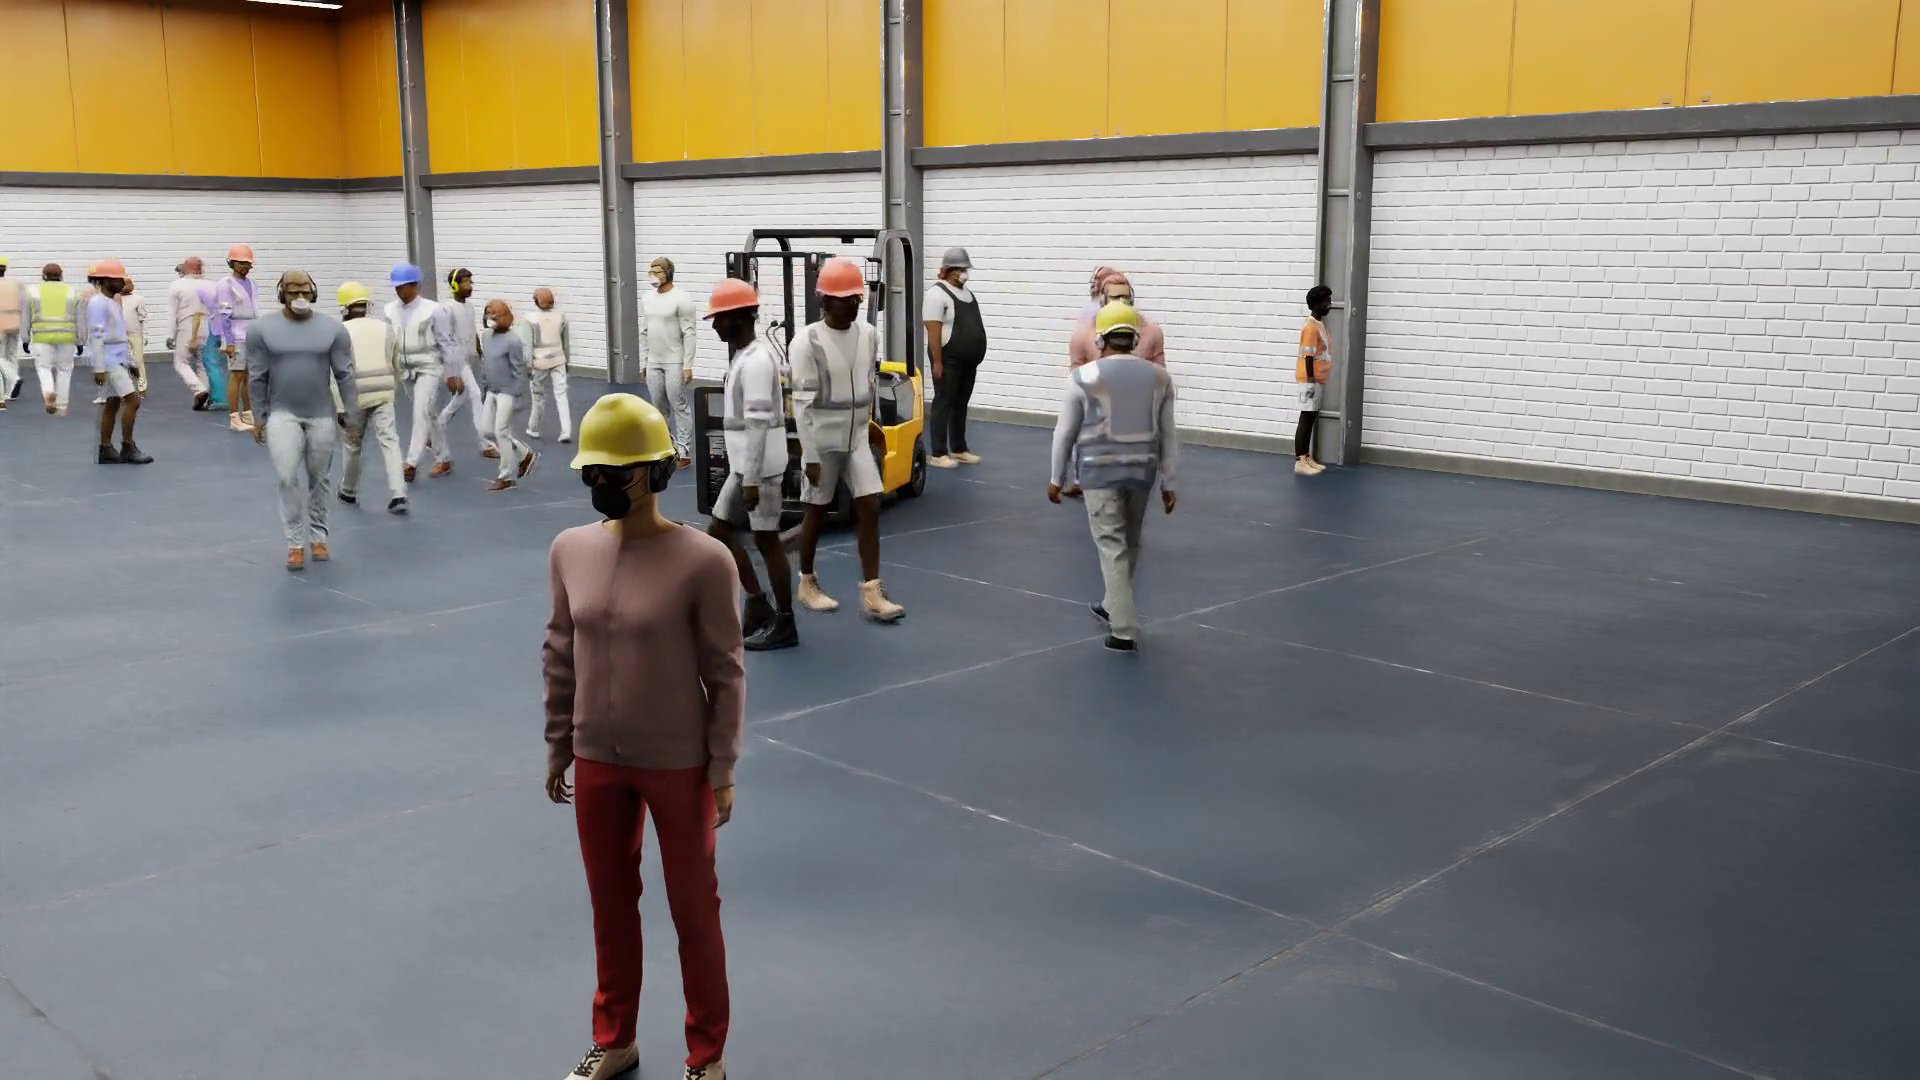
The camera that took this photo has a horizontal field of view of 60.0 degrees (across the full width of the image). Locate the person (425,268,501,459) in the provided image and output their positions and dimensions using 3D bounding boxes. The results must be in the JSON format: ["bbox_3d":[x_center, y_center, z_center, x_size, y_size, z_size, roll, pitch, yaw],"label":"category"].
[{"bbox_3d":[-4.794,-1.690,15.949,0.940,1.833,0.535,1,10,6],"label":"person"}]

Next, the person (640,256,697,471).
[{"bbox_3d":[-2.664,-1.601,15.152,0.628,1.940,0.377,7,13,35],"label":"person"}]

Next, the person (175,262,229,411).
[{"bbox_3d":[-9.187,-2.446,20.106,0.571,1.804,0.656,-3,11,-17],"label":"person"}]

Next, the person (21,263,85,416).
[{"bbox_3d":[-10.591,-2.328,19.471,0.673,1.814,0.618,-6,12,-29],"label":"person"}]

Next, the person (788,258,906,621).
[{"bbox_3d":[-0.641,-0.534,9.150,0.621,2.000,0.912,-8,13,-38],"label":"person"}]

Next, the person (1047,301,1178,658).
[{"bbox_3d":[0.765,-0.335,8.646,0.607,1.786,0.869,-4,11,-23],"label":"person"}]

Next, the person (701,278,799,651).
[{"bbox_3d":[-1.072,-0.374,8.530,0.525,1.909,0.680,-3,11,-15],"label":"person"}]

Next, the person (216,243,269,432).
[{"bbox_3d":[-7.792,-2.199,18.137,0.394,2.038,0.611,2,11,11],"label":"person"}]

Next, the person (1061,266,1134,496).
[{"bbox_3d":[1.095,-1.266,13.469,0.669,1.883,0.664,-9,14,-40],"label":"person"}]

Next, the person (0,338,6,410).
[{"bbox_3d":[-11.894,-2.485,20.165,0.309,1.868,0.535,5,11,24],"label":"person"}]

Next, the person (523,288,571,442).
[{"bbox_3d":[-4.270,-1.812,17.249,0.537,1.588,0.883,-7,13,-35],"label":"person"}]

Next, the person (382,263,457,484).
[{"bbox_3d":[-4.727,-1.432,14.356,0.604,1.884,1.022,4,11,20],"label":"person"}]

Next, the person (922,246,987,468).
[{"bbox_3d":[-0.015,-1.696,15.391,0.536,2.000,0.686,6,12,31],"label":"person"}]

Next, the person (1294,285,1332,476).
[{"bbox_3d":[3.157,-1.423,14.862,0.318,1.691,0.534,4,11,19],"label":"person"}]

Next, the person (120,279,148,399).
[{"bbox_3d":[-10.877,-2.657,21.744,0.502,1.631,0.285,-2,11,-9],"label":"person"}]

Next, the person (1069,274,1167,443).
[{"bbox_3d":[1.049,-0.841,11.173,0.656,1.883,0.799,-2,11,-9],"label":"person"}]

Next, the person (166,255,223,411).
[{"bbox_3d":[-9.206,-2.469,20.005,0.617,1.889,0.678,9,14,41],"label":"person"}]

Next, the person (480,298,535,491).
[{"bbox_3d":[-3.787,-1.223,13.947,0.525,1.612,0.457,9,14,41],"label":"person"}]

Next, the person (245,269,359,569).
[{"bbox_3d":[-4.200,-0.770,10.687,0.660,1.908,0.768,-5,11,-25],"label":"person"}]

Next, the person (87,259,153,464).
[{"bbox_3d":[-7.796,-1.645,15.477,0.669,1.912,0.554,-2,11,-13],"label":"person"}]

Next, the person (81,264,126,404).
[{"bbox_3d":[-10.879,-2.604,21.104,0.329,1.765,0.526,9,14,42],"label":"person"}]

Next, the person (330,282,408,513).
[{"bbox_3d":[-4.594,-1.098,12.874,0.598,1.783,0.967,-9,14,-40],"label":"person"}]

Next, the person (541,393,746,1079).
[{"bbox_3d":[-0.773,0.529,4.009,0.533,1.768,0.310,4,11,19],"label":"person"}]

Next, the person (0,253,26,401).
[{"bbox_3d":[-12.225,-2.722,21.333,0.596,1.907,0.611,7,12,33],"label":"person"}]

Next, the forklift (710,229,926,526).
[{"bbox_3d":[-1.050,-1.319,12.920,1.214,2.155,2.313,2,11,13],"label":"forklift"}]
